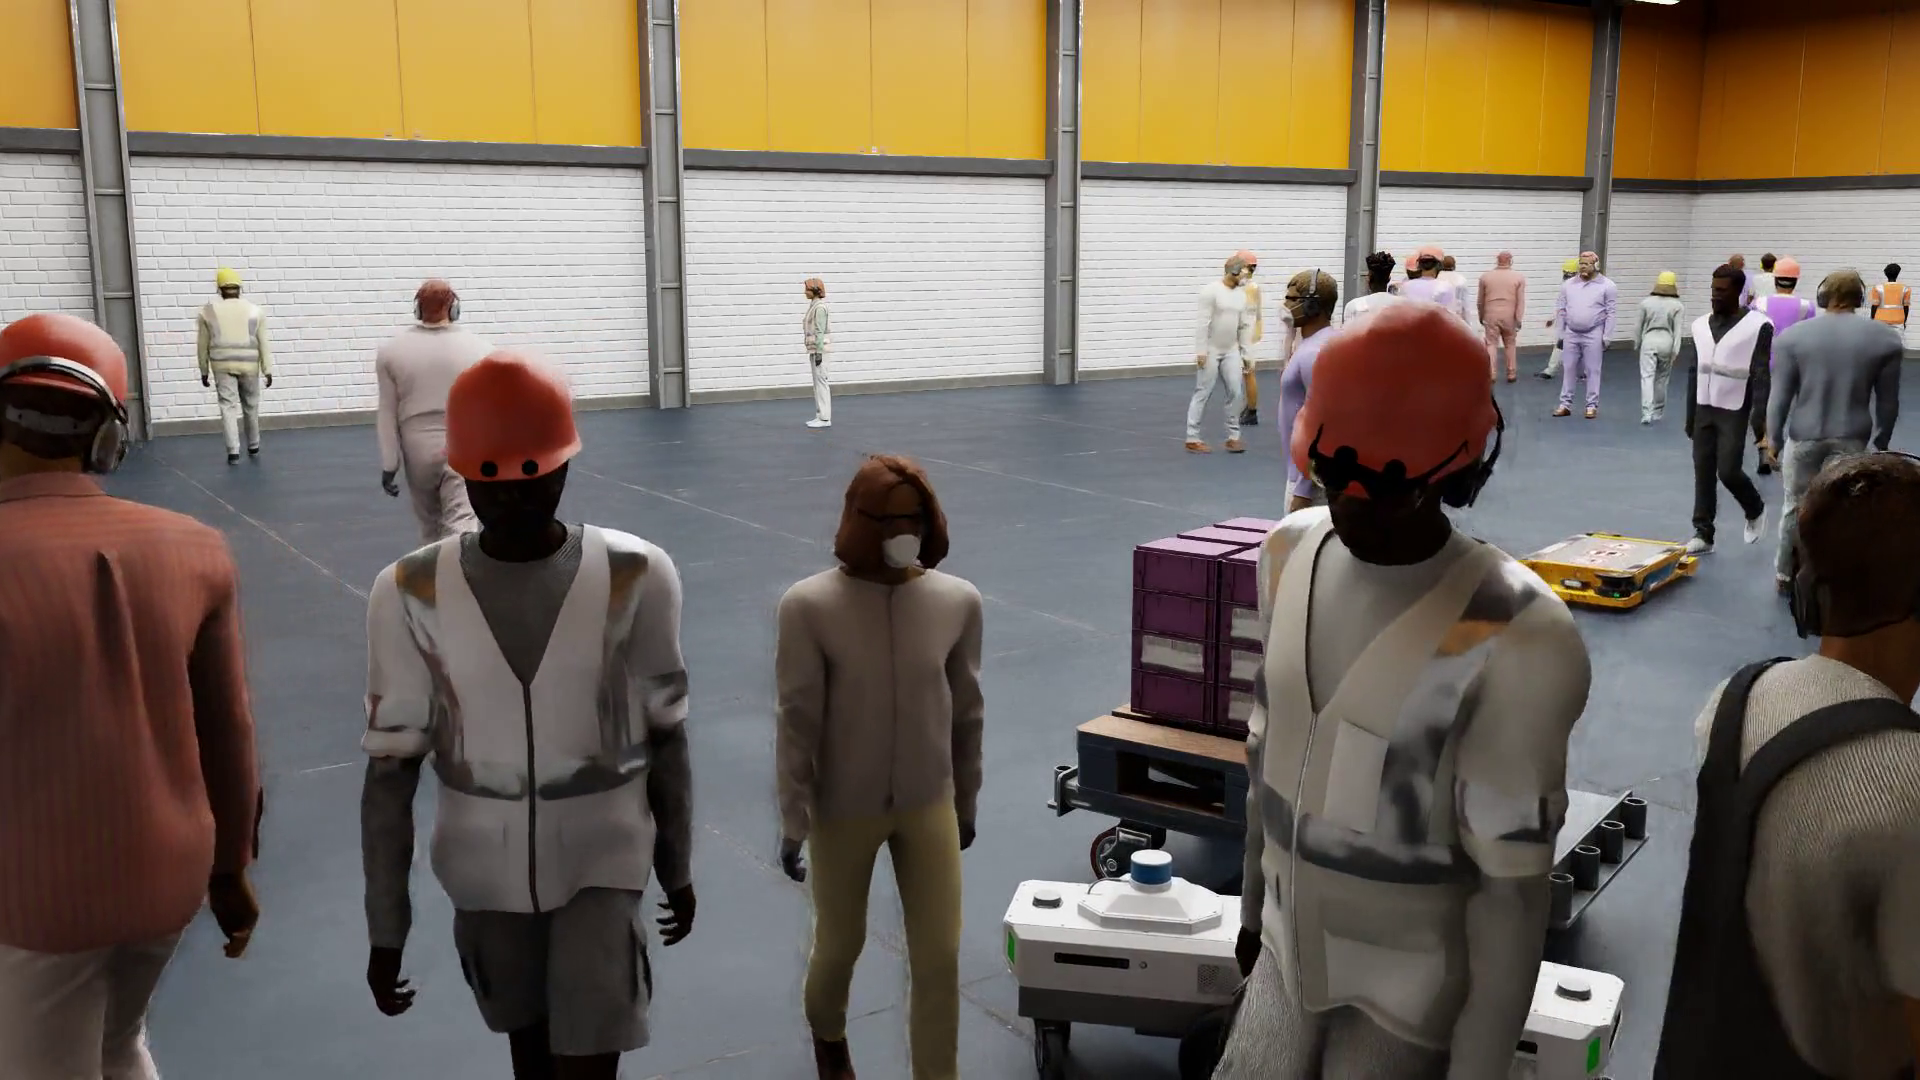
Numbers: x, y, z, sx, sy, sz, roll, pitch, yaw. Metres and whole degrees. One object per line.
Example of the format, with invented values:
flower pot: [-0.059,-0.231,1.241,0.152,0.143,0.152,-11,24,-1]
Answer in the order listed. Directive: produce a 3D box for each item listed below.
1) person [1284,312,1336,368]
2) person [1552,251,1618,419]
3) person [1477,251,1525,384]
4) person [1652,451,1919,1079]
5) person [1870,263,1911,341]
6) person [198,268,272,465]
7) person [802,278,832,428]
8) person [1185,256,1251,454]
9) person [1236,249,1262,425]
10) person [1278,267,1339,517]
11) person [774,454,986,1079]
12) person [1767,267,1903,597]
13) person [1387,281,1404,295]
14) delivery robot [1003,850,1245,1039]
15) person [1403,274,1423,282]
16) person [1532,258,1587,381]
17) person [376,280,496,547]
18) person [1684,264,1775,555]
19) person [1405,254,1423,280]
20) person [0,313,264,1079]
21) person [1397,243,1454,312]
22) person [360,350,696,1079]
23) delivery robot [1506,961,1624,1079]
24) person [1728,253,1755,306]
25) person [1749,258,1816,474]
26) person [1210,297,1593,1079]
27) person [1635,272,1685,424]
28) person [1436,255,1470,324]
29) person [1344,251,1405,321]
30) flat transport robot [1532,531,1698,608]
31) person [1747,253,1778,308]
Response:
person: [3.561,-1.814,16.700,0.911,1.721,0.539,-8,13,-39]
person: [7.172,-2.350,19.120,0.643,1.910,0.399,8,13,39]
person: [7.695,-3.167,23.702,0.664,1.879,0.704,4,11,22]
person: [1.007,0.809,2.060,0.524,1.820,0.653,0,10,1]
person: [13.449,-3.153,24.089,0.538,1.698,0.320,2,11,13]
person: [-6.723,-1.612,15.418,0.615,1.790,0.848,-5,11,-25]
person: [-1.559,-2.045,18.213,0.314,1.629,0.509,-3,11,-15]
person: [2.516,-1.776,16.008,0.672,1.895,0.477,-6,12,-31]
person: [3.158,-2.242,18.443,0.379,1.937,0.548,2,11,10]
person: [1.603,-0.272,7.644,0.373,1.940,0.628,2,11,12]
person: [-0.183,0.606,3.789,0.504,1.616,0.723,-4,11,-20]
person: [4.867,-0.559,9.314,0.647,1.898,0.916,5,12,27]
person: [4.829,-2.030,18.212,0.812,1.603,0.530,-7,12,-33]
delivery robot: [0.469,1.014,4.132,0.707,0.478,0.477,2,11,12]
person: [6.824,-3.298,24.477,0.643,1.861,1.000,8,13,36]
person: [8.767,-3.149,23.896,0.905,1.769,0.603,2,10,9]
person: [-2.738,-0.452,8.878,0.669,1.859,1.006,-1,10,-8]
person: [5.025,-0.845,10.872,0.595,1.905,0.615,-5,12,-27]
person: [5.270,-2.378,19.371,0.563,1.883,1.033,0,10,2]
person: [-1.481,0.602,2.843,0.497,1.946,0.588,5,11,23]
person: [4.461,-1.834,15.987,0.622,2.016,0.488,10,14,43]
person: [-0.764,0.610,2.959,0.567,1.875,1.000,-1,10,-6]
delivery robot: [1.129,1.074,3.805,0.707,0.478,0.477,5,12,28]
person: [11.824,-3.460,25.420,0.585,1.830,0.670,6,12,32]
person: [7.219,-1.539,14.708,0.550,1.900,0.962,4,11,19]
person: [0.621,0.636,2.496,0.531,1.996,0.674,-5,12,-27]
person: [7.818,-2.152,18.622,0.493,1.697,0.923,4,11,22]
person: [6.808,-3.076,23.325,0.638,1.830,0.437,5,11,25]
person: [3.264,-1.275,13.065,0.613,1.965,0.361,-3,11,-14]
flat transport robot: [3.837,0.158,9.860,0.652,0.197,1.431,8,13,38]
person: [11.518,-3.179,23.806,0.540,1.851,0.669,10,14,42]
